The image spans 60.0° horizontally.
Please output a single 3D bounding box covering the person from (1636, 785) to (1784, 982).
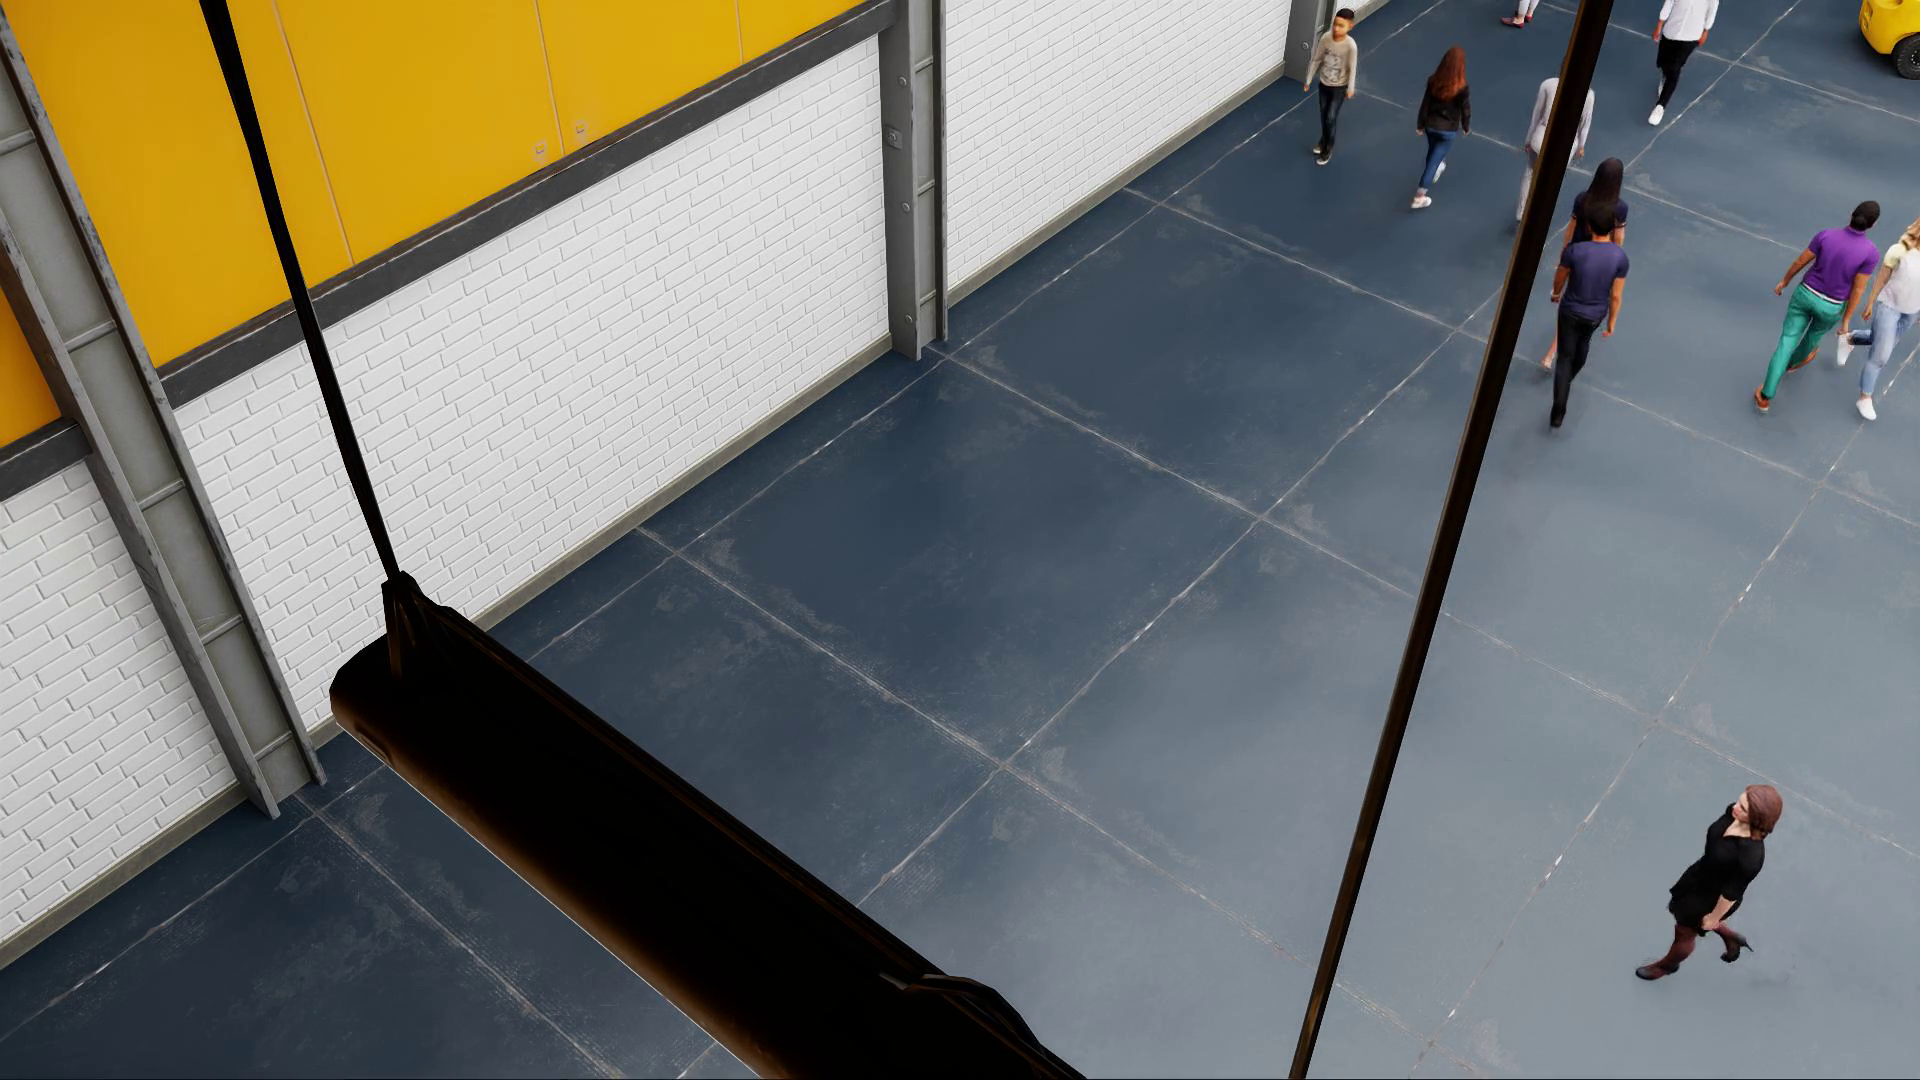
[{"bbox_3d":[4.057,1.863,8.794,0.881,1.690,0.854,4,44,4],"label":"person"}]

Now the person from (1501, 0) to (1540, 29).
[{"bbox_3d":[5.955,-6.112,17.226,0.499,1.606,0.681,-33,52,-30],"label":"person"}]

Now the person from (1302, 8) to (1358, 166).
[{"bbox_3d":[3.493,-4.247,15.381,0.565,1.451,0.652,33,53,30],"label":"person"}]

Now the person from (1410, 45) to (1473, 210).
[{"bbox_3d":[4.236,-3.621,14.731,0.582,1.442,0.966,32,52,29],"label":"person"}]

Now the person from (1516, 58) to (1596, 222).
[{"bbox_3d":[5.056,-3.351,14.248,0.631,1.717,0.684,28,50,26],"label":"person"}]

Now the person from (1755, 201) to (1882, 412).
[{"bbox_3d":[6.445,-1.720,12.538,0.786,1.715,1.140,26,49,24],"label":"person"}]

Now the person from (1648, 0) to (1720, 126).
[{"bbox_3d":[6.906,-4.921,15.849,0.695,1.782,1.092,25,49,24],"label":"person"}]

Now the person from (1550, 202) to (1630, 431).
[{"bbox_3d":[4.626,-1.636,12.429,1.040,1.743,1.206,7,44,7],"label":"person"}]

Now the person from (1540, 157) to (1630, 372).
[{"bbox_3d":[4.843,-2.106,12.933,0.559,1.728,1.084,31,51,28],"label":"person"}]

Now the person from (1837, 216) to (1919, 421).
[{"bbox_3d":[7.070,-1.799,12.631,1.040,1.701,1.140,0,44,0],"label":"person"}]
